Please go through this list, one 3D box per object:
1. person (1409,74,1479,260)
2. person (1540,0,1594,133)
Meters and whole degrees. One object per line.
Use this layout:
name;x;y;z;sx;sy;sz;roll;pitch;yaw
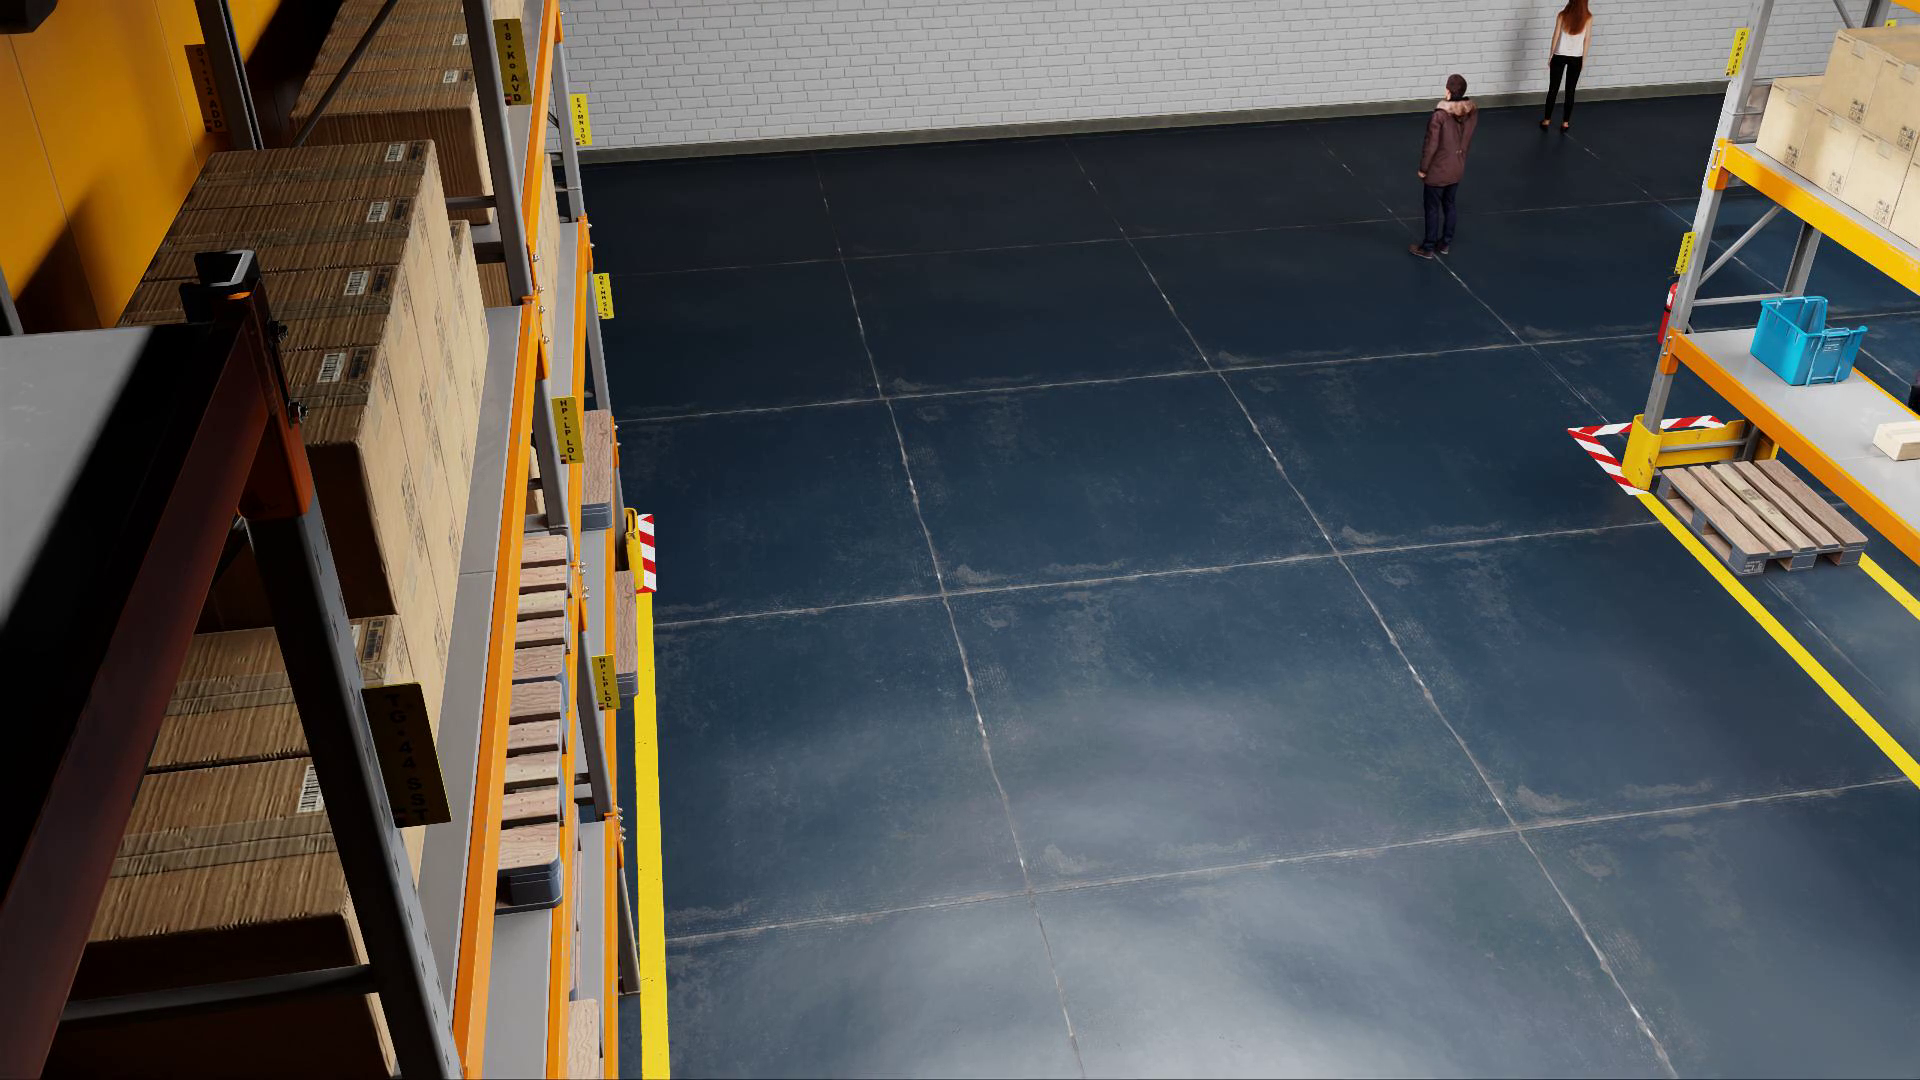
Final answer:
person;4.836;-3.719;16.580;0.829;1.847;0.780;-16;37;-23
person;7.193;-5.700;19.673;0.645;1.722;0.643;9;35;14
